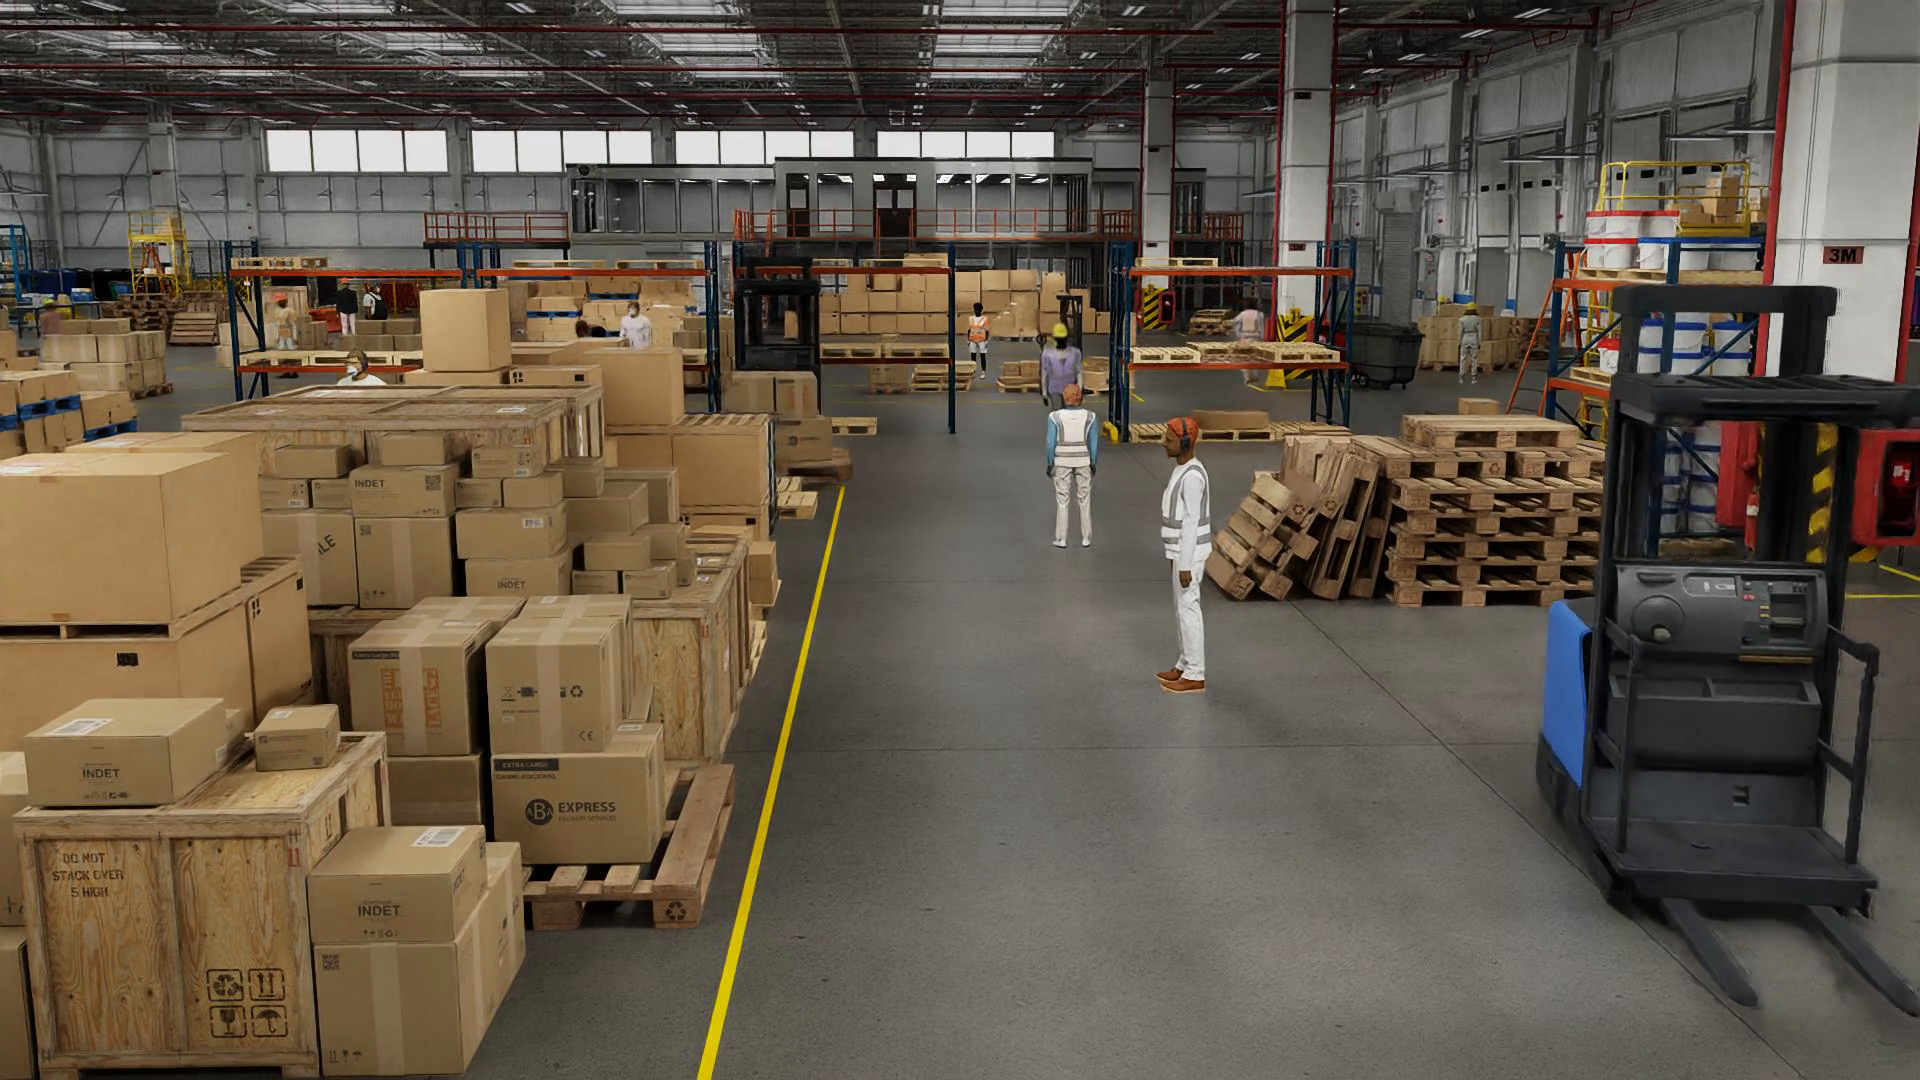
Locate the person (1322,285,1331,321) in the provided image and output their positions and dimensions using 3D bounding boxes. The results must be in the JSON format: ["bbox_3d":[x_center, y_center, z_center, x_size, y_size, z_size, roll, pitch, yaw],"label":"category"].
[{"bbox_3d":[9.594,-5.827,44.126,0.618,1.918,0.768,6,12,30],"label":"person"}]

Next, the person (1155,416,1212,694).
[{"bbox_3d":[1.519,0.100,11.236,0.351,1.878,0.568,1,10,4],"label":"person"}]

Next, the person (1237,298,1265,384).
[{"bbox_3d":[6.237,-4.240,35.536,0.659,1.824,0.494,6,12,31],"label":"person"}]

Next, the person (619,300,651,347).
[{"bbox_3d":[-6.156,-3.572,31.510,0.635,1.936,0.359,3,11,14],"label":"person"}]

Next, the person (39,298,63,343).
[{"bbox_3d":[-20.896,-4.694,38.249,0.366,1.751,0.555,7,12,33],"label":"person"}]

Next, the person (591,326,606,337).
[{"bbox_3d":[-4.877,-1.932,22.458,0.603,1.908,0.402,-1,10,-5],"label":"person"}]

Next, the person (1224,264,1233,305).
[{"bbox_3d":[12.680,-12.012,78.359,0.379,1.996,0.611,-2,10,-12],"label":"person"}]

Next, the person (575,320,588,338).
[{"bbox_3d":[-5.935,-2.604,26.535,0.780,1.799,0.589,0,10,2],"label":"person"}]

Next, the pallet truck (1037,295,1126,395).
[{"bbox_3d":[2.483,-3.881,33.060,1.885,1.965,0.823,-7,13,-36],"label":"pallet truck"}]

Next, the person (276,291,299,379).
[{"bbox_3d":[-14.967,-4.544,36.928,0.549,1.935,0.370,4,11,23],"label":"person"}]

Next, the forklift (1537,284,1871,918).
[{"bbox_3d":[3.616,0.151,8.138,1.129,2.768,1.873,1,10,8],"label":"forklift"}]

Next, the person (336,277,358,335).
[{"bbox_3d":[-17.808,-6.620,48.324,0.610,1.996,0.378,-6,12,-31],"label":"person"}]

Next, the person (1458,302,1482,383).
[{"bbox_3d":[10.964,-4.241,35.772,0.490,1.746,0.286,4,11,21],"label":"person"}]

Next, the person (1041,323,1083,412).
[{"bbox_3d":[1.440,-2.146,23.655,0.595,1.902,0.639,-2,10,-10],"label":"person"}]

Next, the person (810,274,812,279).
[{"bbox_3d":[-5.303,-8.395,58.382,0.547,1.935,0.369,-5,11,-26],"label":"person"}]

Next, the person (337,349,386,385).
[{"bbox_3d":[-6.182,-1.010,17.230,0.627,1.940,0.371,3,11,15],"label":"person"}]

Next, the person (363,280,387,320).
[{"bbox_3d":[-15.233,-5.770,43.466,0.535,2.000,0.674,2,10,9],"label":"person"}]

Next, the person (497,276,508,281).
[{"bbox_3d":[-20.137,-11.006,73.096,0.567,1.879,0.353,-6,12,-28],"label":"person"}]

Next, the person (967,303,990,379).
[{"bbox_3d":[0.397,-4.412,36.862,0.532,1.695,0.319,4,11,23],"label":"person"}]

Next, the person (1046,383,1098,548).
[{"bbox_3d":[1.110,-0.732,16.513,0.518,1.639,0.312,-1,10,-7],"label":"person"}]

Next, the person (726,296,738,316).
[{"bbox_3d":[-4.867,-4.371,36.148,0.309,1.868,0.534,6,12,29],"label":"person"}]

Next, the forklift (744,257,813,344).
[{"bbox_3d":[-2.494,-2.531,23.080,1.129,2.768,1.873,-1,10,-6],"label":"forklift"}]
